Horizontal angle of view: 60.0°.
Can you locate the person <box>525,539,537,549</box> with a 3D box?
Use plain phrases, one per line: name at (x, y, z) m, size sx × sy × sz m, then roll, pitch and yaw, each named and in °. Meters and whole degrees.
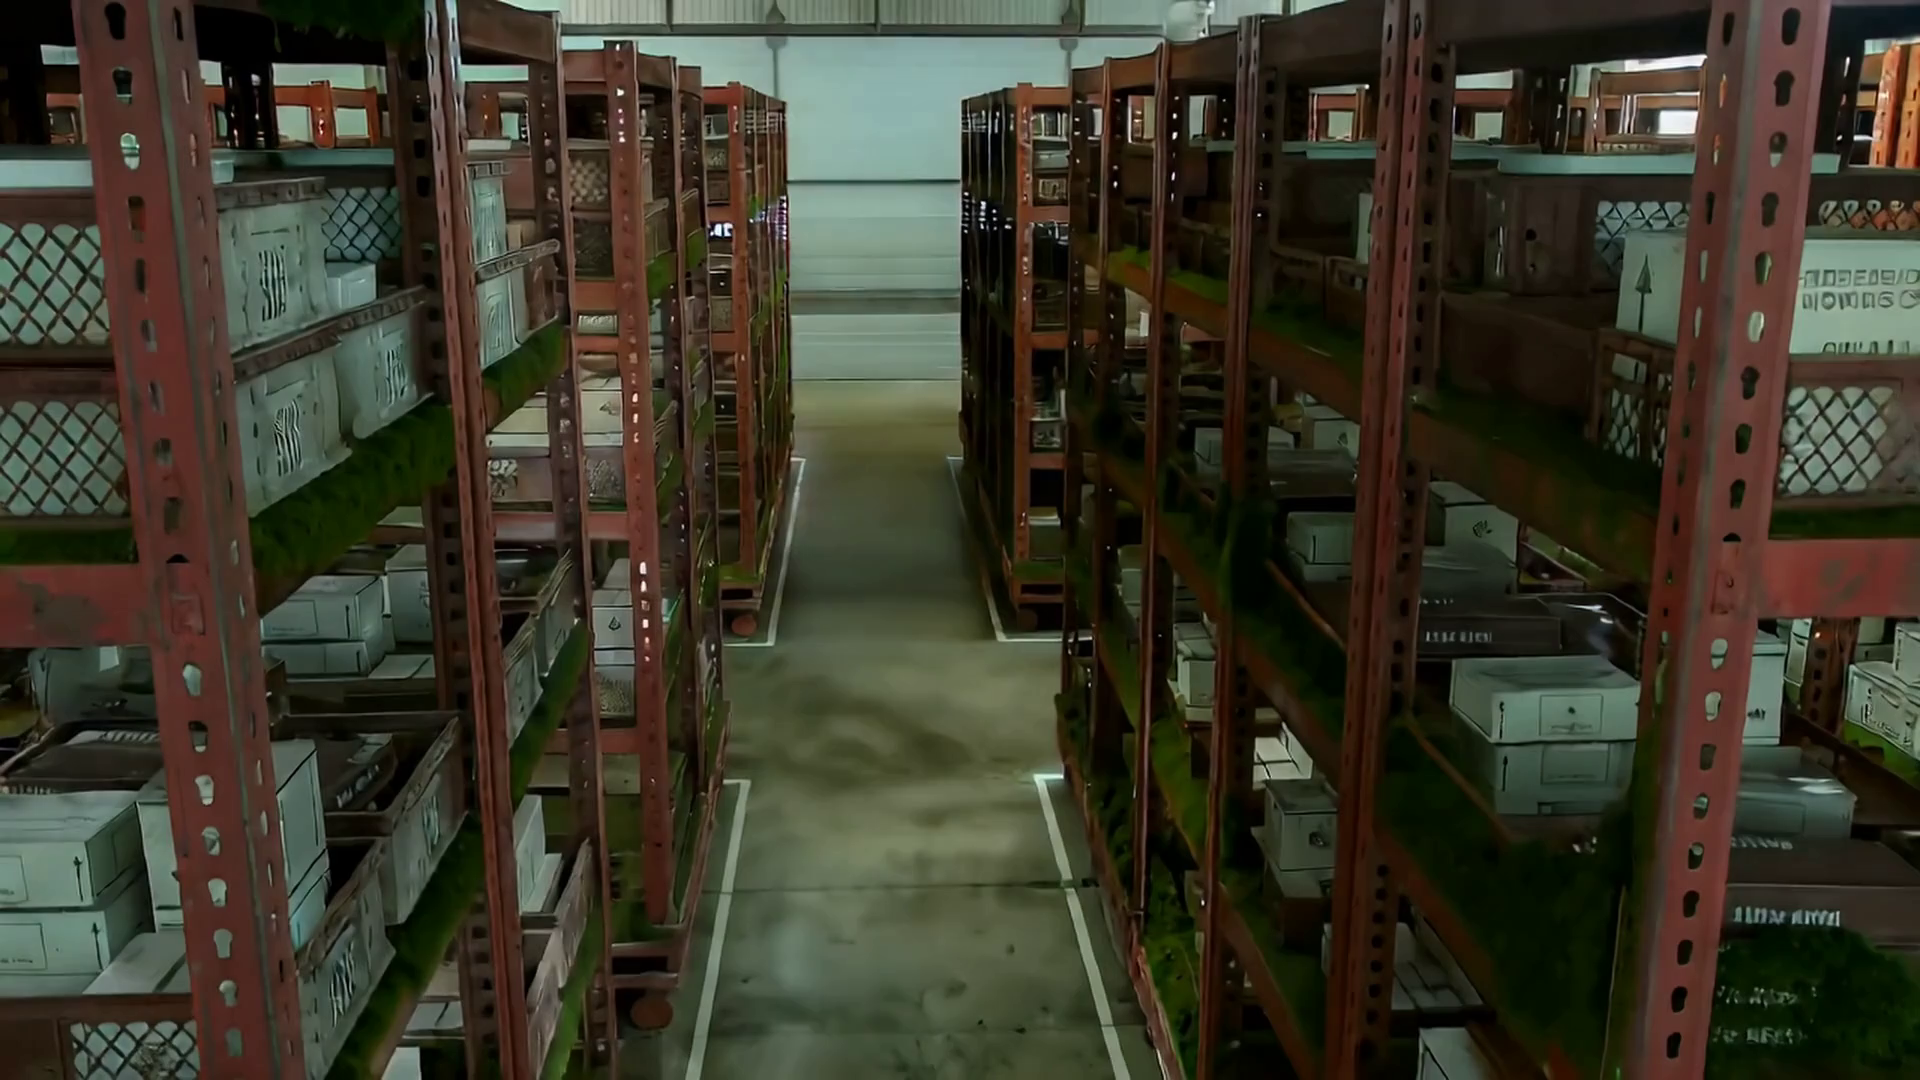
person at (-2.649, -0.204, 10.496) m, size 0.403 × 1.986 × 0.608 m, roll -1°, pitch 14°, yaw -4°
